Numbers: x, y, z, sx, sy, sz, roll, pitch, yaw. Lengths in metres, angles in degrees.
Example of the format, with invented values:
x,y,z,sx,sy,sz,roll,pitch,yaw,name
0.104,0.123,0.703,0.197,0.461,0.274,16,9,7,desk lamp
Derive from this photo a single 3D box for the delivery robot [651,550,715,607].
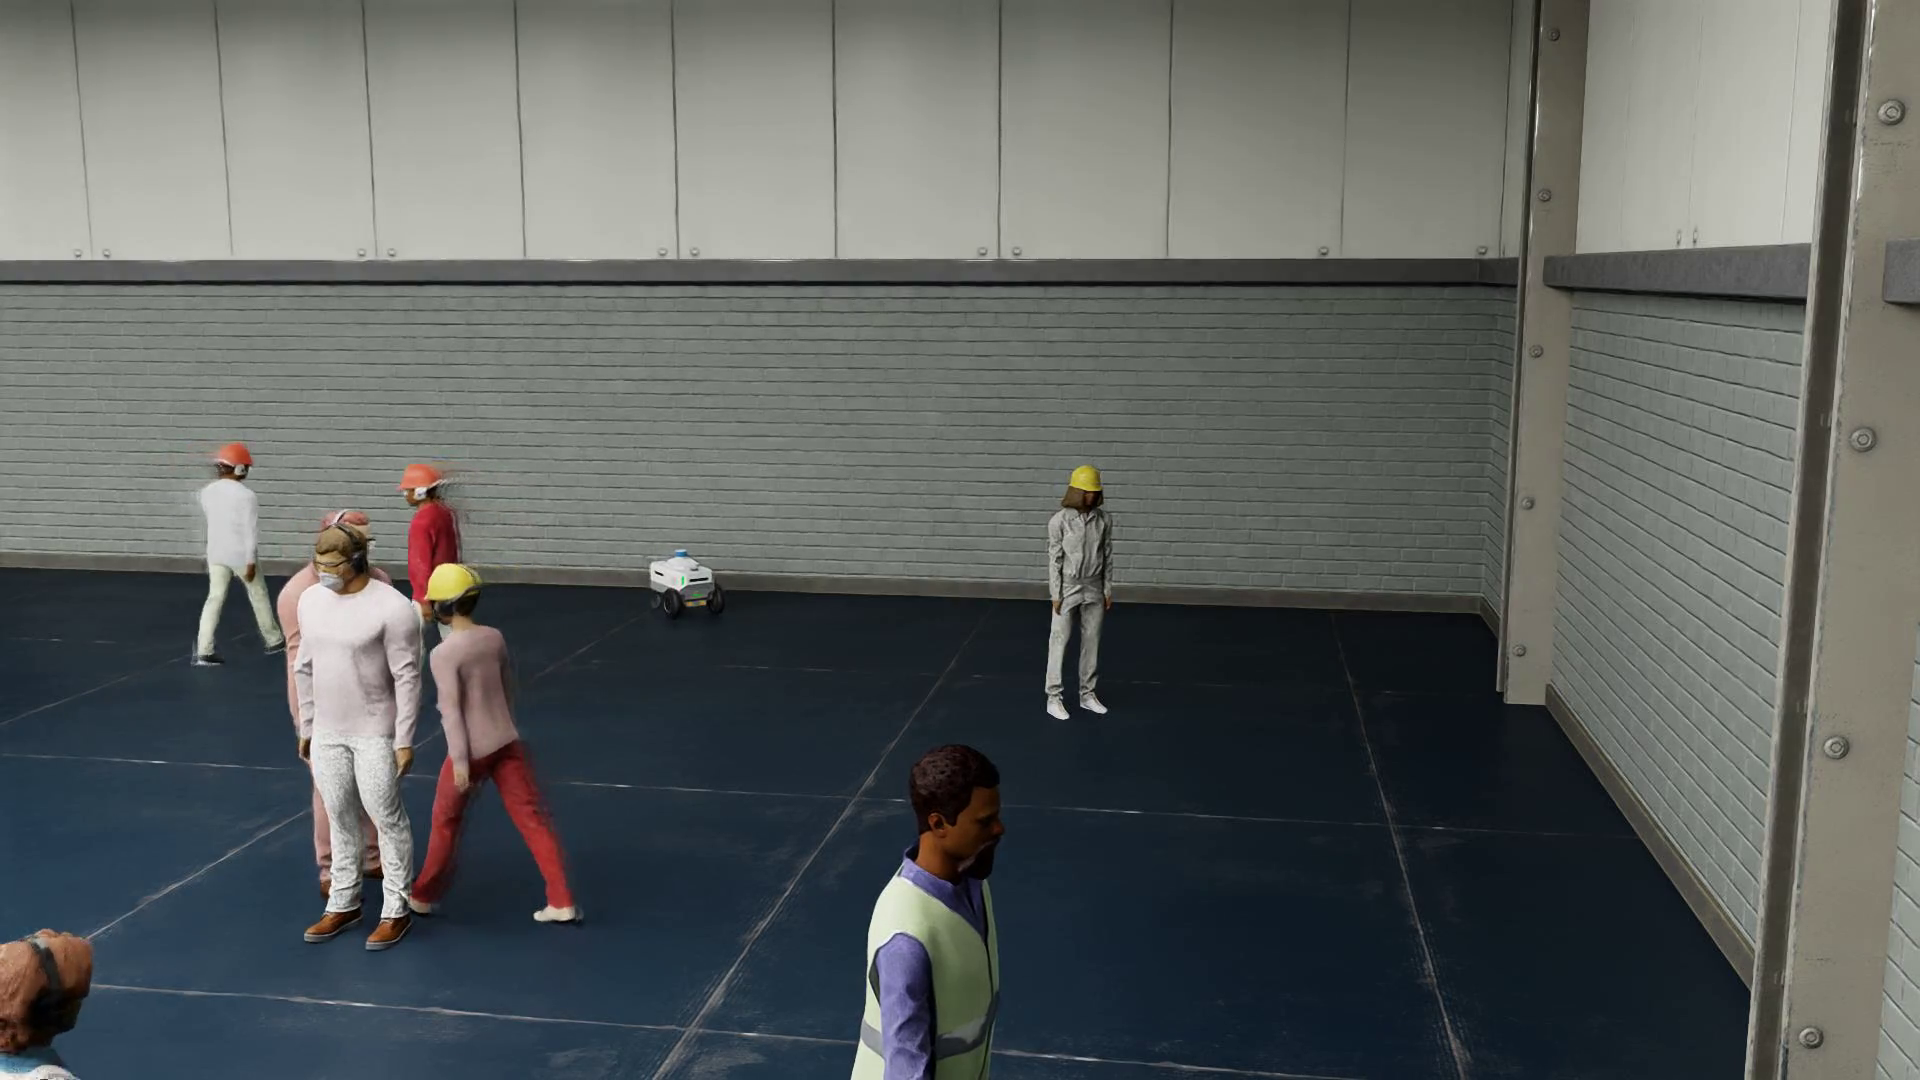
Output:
x,y,z,sx,sy,sz,roll,pitch,yaw,name
-2.464,0.329,14.748,0.477,0.478,0.707,-6,11,-33,delivery robot

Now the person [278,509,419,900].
x,y,z,sx,sy,sz,roll,pitch,yaw,name
-2.951,0.792,8.069,0.400,1.899,0.676,6,11,31,person

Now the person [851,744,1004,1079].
x,y,z,sx,sy,sz,roll,pitch,yaw,name
-0.078,1.426,4.125,0.391,1.911,0.584,2,9,13,person

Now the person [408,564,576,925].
x,y,z,sx,sy,sz,roll,pitch,yaw,name
-2.219,0.953,7.702,0.981,1.691,0.534,4,10,23,person

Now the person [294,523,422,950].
x,y,z,sx,sy,sz,roll,pitch,yaw,name
-2.702,0.871,7.462,0.627,1.933,0.372,3,10,18,person

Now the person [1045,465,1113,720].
x,y,z,sx,sy,sz,roll,pitch,yaw,name
0.825,0.352,11.287,0.483,1.734,0.354,-4,10,-25,person

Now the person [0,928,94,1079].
x,y,z,sx,sy,sz,roll,pitch,yaw,name
-1.984,1.649,3.586,0.551,1.629,0.410,6,11,32,person

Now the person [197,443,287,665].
x,y,z,sx,sy,sz,roll,pitch,yaw,name
-5.626,0.100,12.913,0.570,1.707,0.890,3,10,20,person
